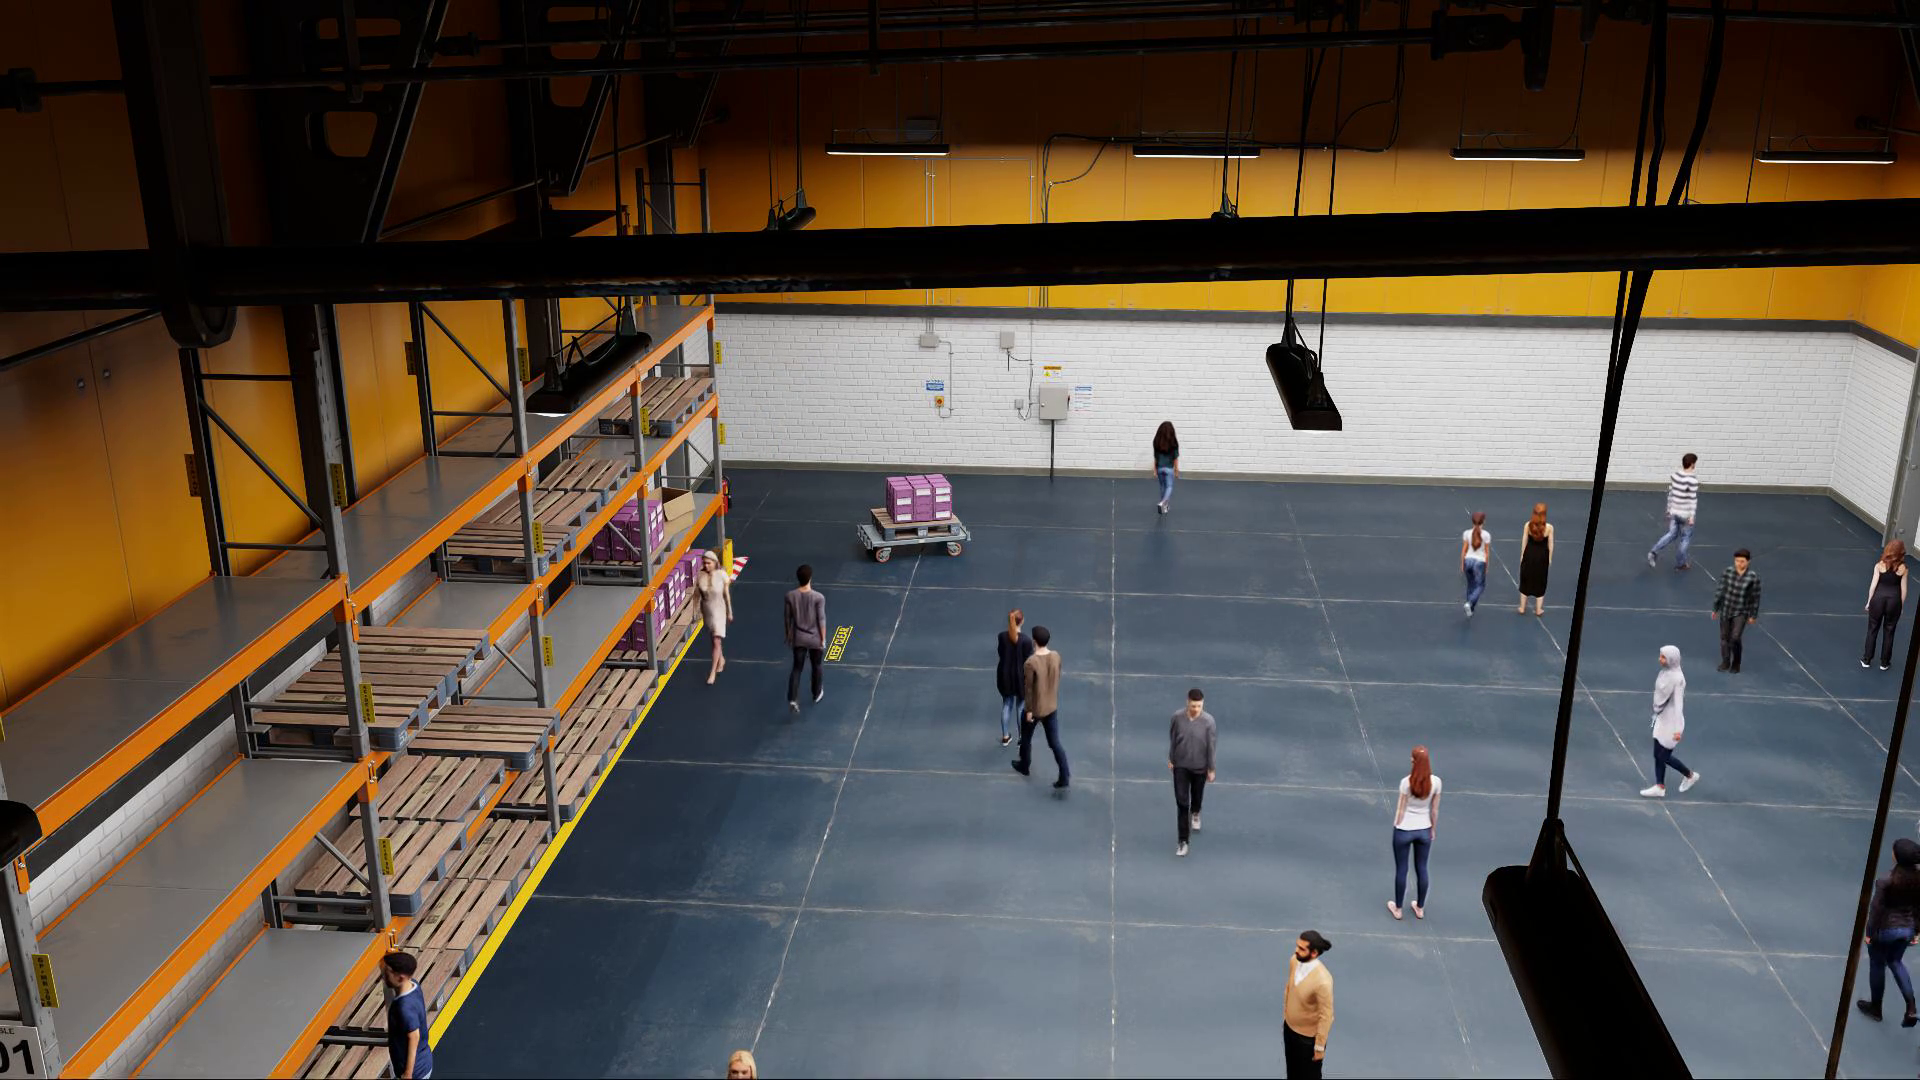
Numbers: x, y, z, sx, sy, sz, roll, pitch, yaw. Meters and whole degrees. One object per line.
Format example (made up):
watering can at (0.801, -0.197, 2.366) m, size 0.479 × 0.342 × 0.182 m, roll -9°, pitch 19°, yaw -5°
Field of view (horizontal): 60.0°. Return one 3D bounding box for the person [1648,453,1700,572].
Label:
person at (10.729, -0.389, 24.884) m, size 0.988 × 1.834 × 1.027 m, roll -8°, pitch 20°, yaw -22°

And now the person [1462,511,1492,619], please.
person at (7.146, 0.364, 23.092) m, size 0.776 × 1.549 × 0.919 m, roll 13°, pitch 23°, yaw 34°

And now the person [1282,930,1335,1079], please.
person at (2.644, 3.755, 12.704) m, size 0.807 × 1.753 × 0.674 m, roll -7°, pitch 20°, yaw -21°

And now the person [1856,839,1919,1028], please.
person at (7.877, 3.346, 13.952) m, size 0.735 × 1.733 × 0.930 m, roll -2°, pitch 19°, yaw -7°

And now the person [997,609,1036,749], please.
person at (0.634, 1.590, 19.245) m, size 0.706 × 1.683 × 0.691 m, roll 9°, pitch 21°, yaw 25°

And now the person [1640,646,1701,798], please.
person at (7.741, 1.990, 17.946) m, size 0.743 × 1.753 × 0.775 m, roll 1°, pitch 19°, yaw 2°

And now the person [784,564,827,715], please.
person at (-1.883, 1.218, 20.124) m, size 0.750 × 1.825 × 1.113 m, roll 3°, pitch 19°, yaw 10°

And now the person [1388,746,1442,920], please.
person at (4.282, 2.760, 15.684) m, size 0.598 × 1.737 × 0.581 m, roll -2°, pitch 19°, yaw -7°

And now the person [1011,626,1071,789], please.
person at (0.943, 1.862, 18.174) m, size 1.131 × 1.850 × 1.252 m, roll -12°, pitch 22°, yaw -32°

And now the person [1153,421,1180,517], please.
person at (3.387, -1.156, 27.530) m, size 0.761 × 1.598 × 1.026 m, roll 7°, pitch 20°, yaw 19°

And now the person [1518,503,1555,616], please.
person at (8.061, 0.257, 23.294) m, size 0.636 × 1.625 × 0.644 m, roll 7°, pitch 20°, yaw 20°

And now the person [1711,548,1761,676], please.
person at (10.015, 0.885, 21.392) m, size 0.797 × 1.699 × 0.762 m, roll -16°, pitch 24°, yaw -39°

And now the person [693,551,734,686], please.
person at (-3.112, 0.941, 21.147) m, size 0.662 × 1.698 × 1.092 m, roll 3°, pitch 19°, yaw 8°

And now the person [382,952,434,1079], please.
person at (-4.046, 3.844, 12.290) m, size 0.759 × 1.849 × 0.637 m, roll -6°, pitch 20°, yaw -18°

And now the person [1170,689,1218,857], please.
person at (2.380, 2.302, 17.095) m, size 0.696 × 1.705 × 1.234 m, roll 3°, pitch 19°, yaw 8°

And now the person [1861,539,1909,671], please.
person at (11.935, 0.816, 21.439) m, size 0.652 × 1.748 × 0.647 m, roll 10°, pitch 21°, yaw 27°
